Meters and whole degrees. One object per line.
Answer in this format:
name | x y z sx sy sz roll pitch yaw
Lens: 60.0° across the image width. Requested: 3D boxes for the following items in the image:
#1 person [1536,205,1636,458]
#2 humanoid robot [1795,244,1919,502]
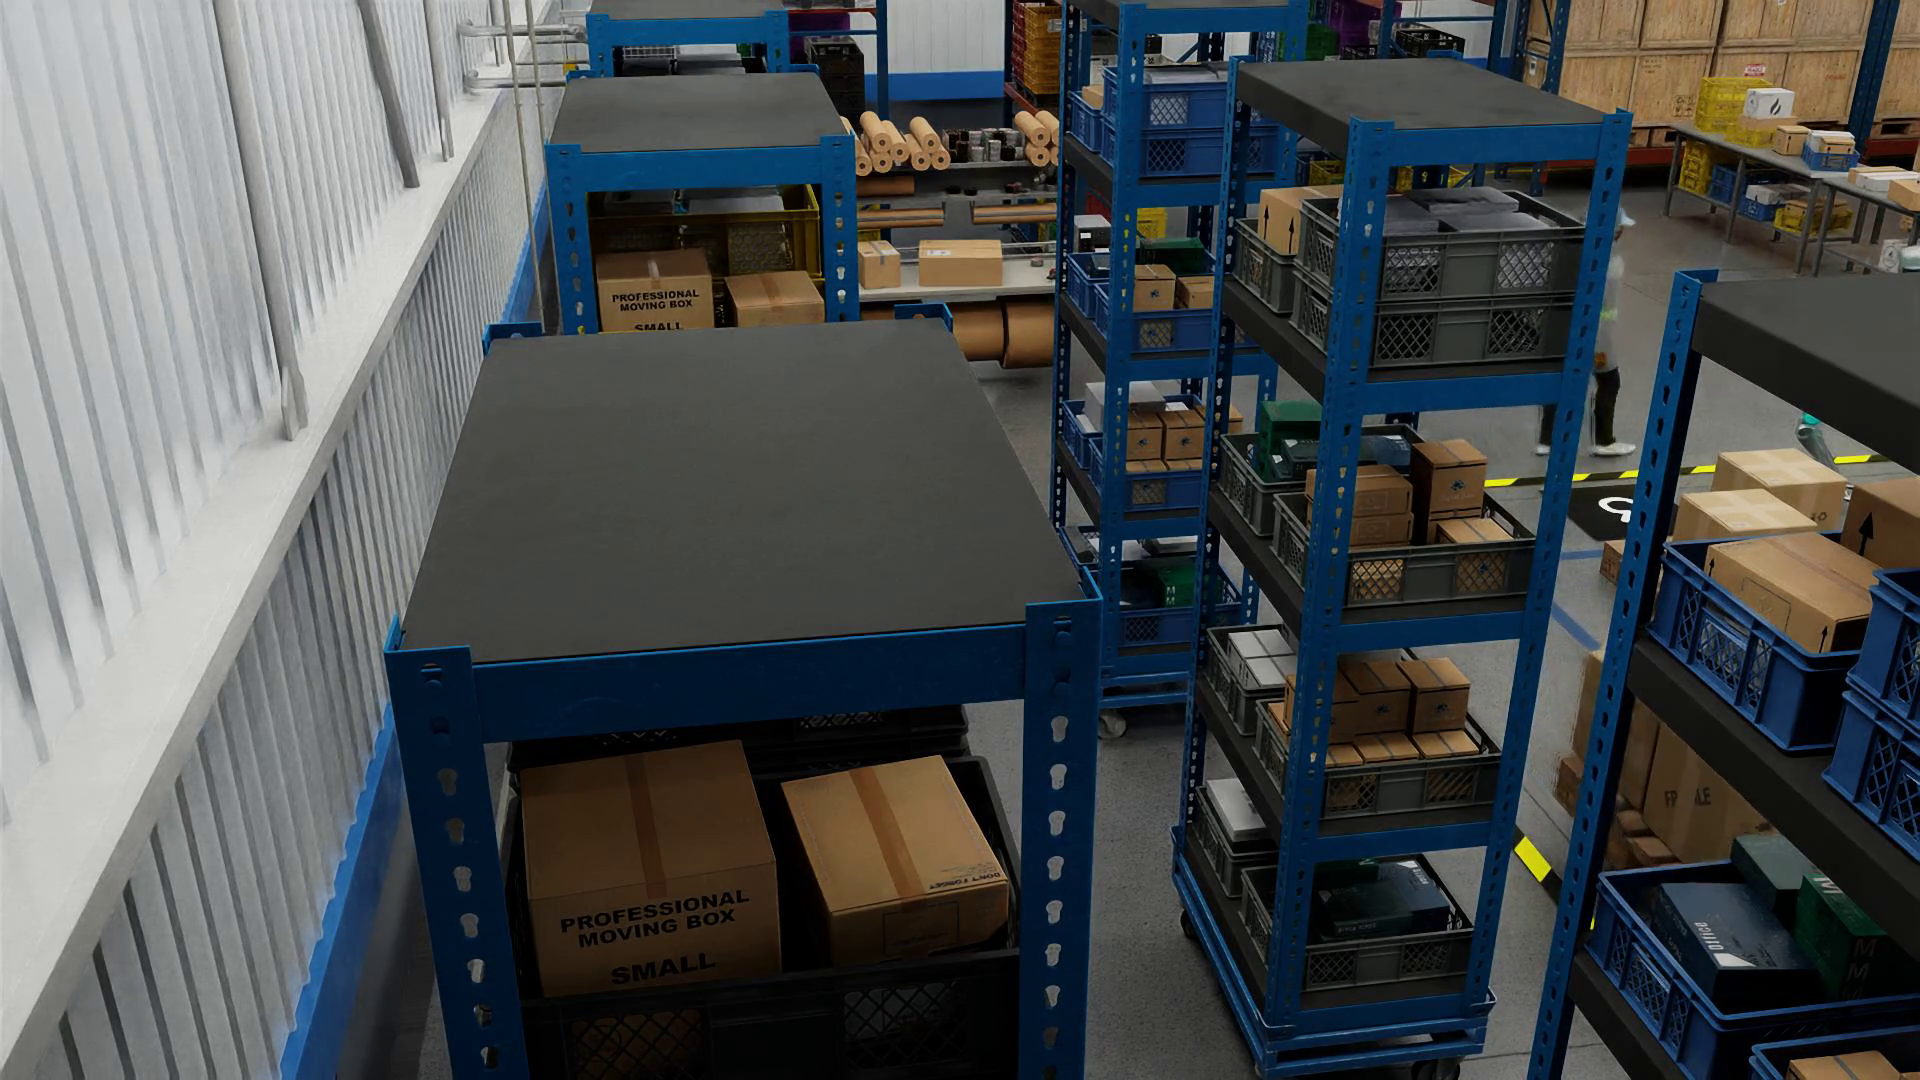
person | 4.475 -1.437 11.556 0.757 1.828 0.620 -5 25 -11
humanoid robot | 5.775 -1.104 10.776 0.735 1.681 0.533 14 28 27
